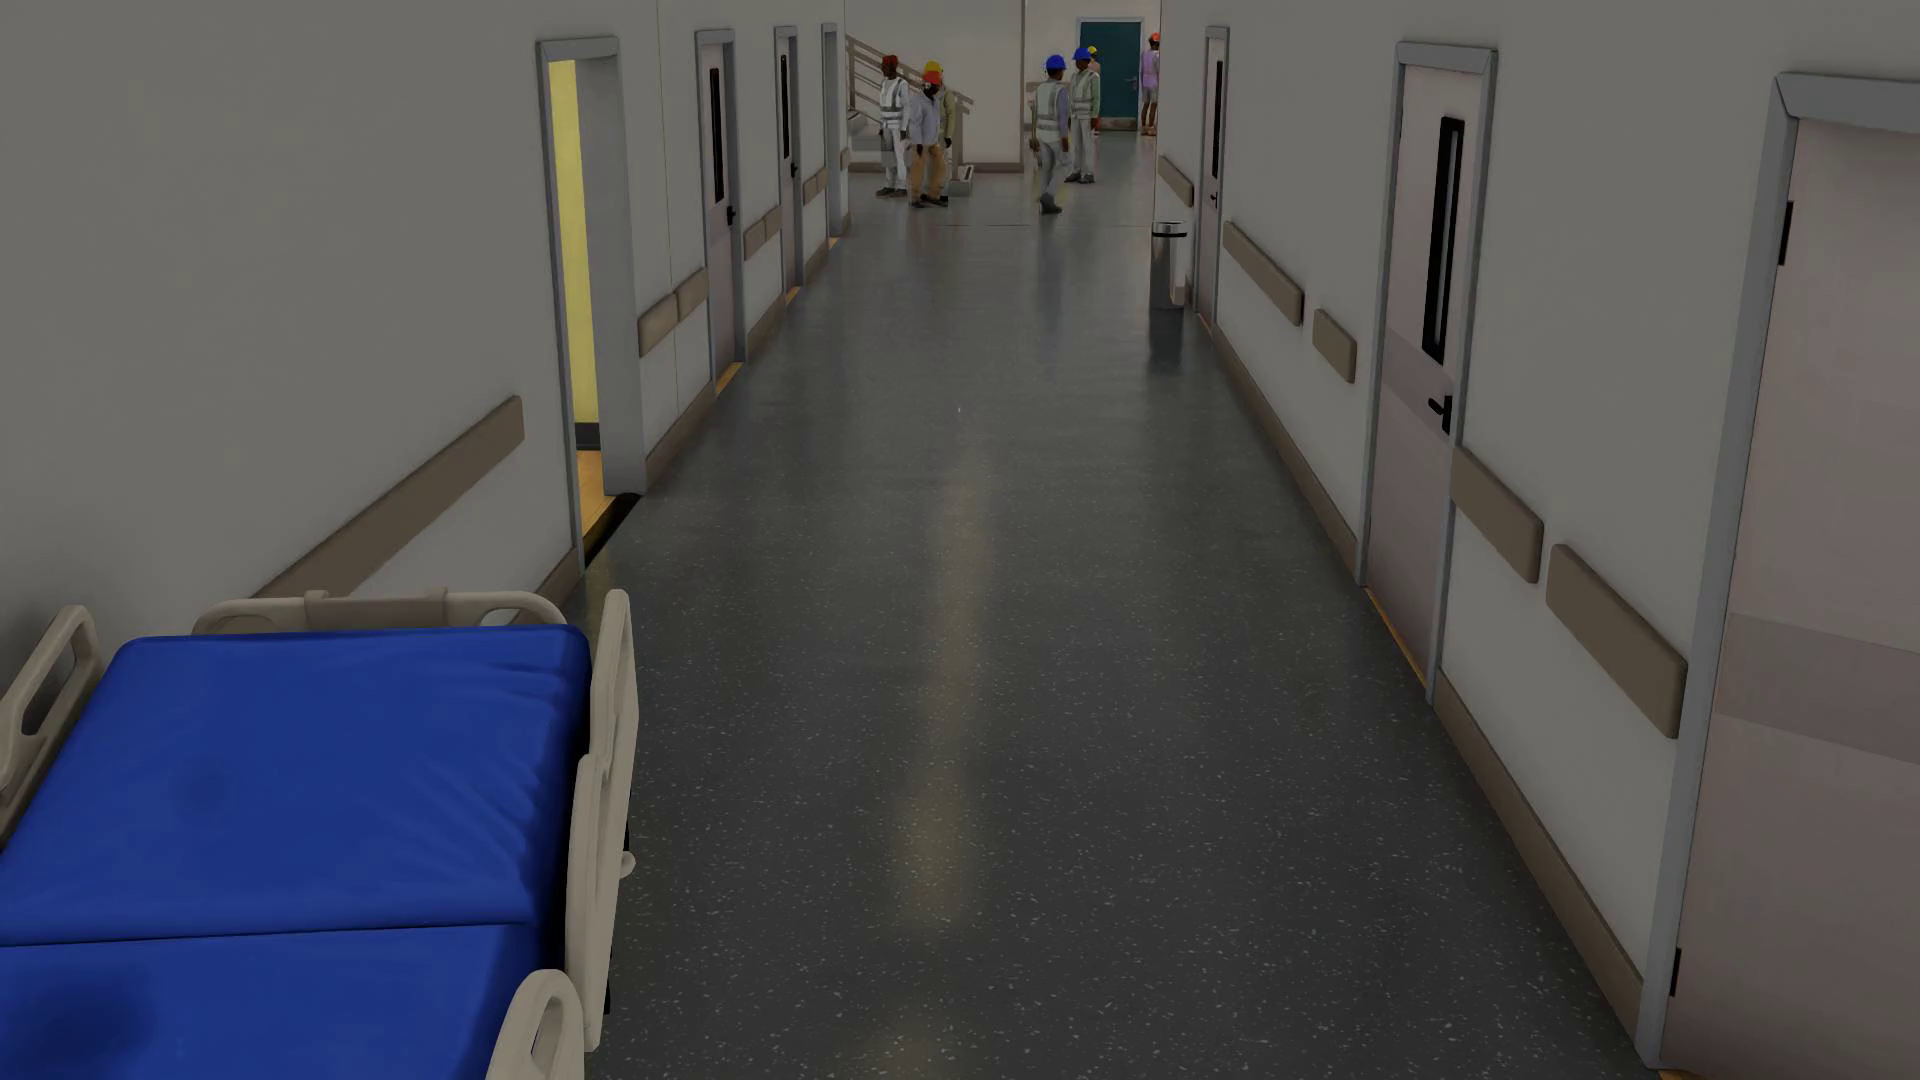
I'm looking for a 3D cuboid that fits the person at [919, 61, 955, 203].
[{"bbox_3d":[-0.335,-5.333,21.802,0.592,1.828,0.404,16,24,41],"label":"person"}]

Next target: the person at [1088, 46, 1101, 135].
[{"bbox_3d":[2.659,-9.109,33.768,0.309,1.769,0.525,12,21,32],"label":"person"}]

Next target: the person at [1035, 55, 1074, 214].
[{"bbox_3d":[1.163,-5.015,20.628,0.436,1.930,0.639,-11,21,-31],"label":"person"}]

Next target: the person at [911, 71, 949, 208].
[{"bbox_3d":[-0.375,-5.101,21.246,0.609,1.713,0.626,11,21,30],"label":"person"}]

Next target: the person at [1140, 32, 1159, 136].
[{"bbox_3d":[3.901,-9.217,33.682,0.409,2.035,0.608,-13,22,-35],"label":"person"}]

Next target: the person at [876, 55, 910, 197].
[{"bbox_3d":[-0.907,-5.616,22.597,0.354,1.883,0.576,-14,22,-36],"label":"person"}]

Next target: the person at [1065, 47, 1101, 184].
[{"bbox_3d":[1.796,-6.227,24.412,0.389,1.946,0.614,-13,22,-36],"label":"person"}]
